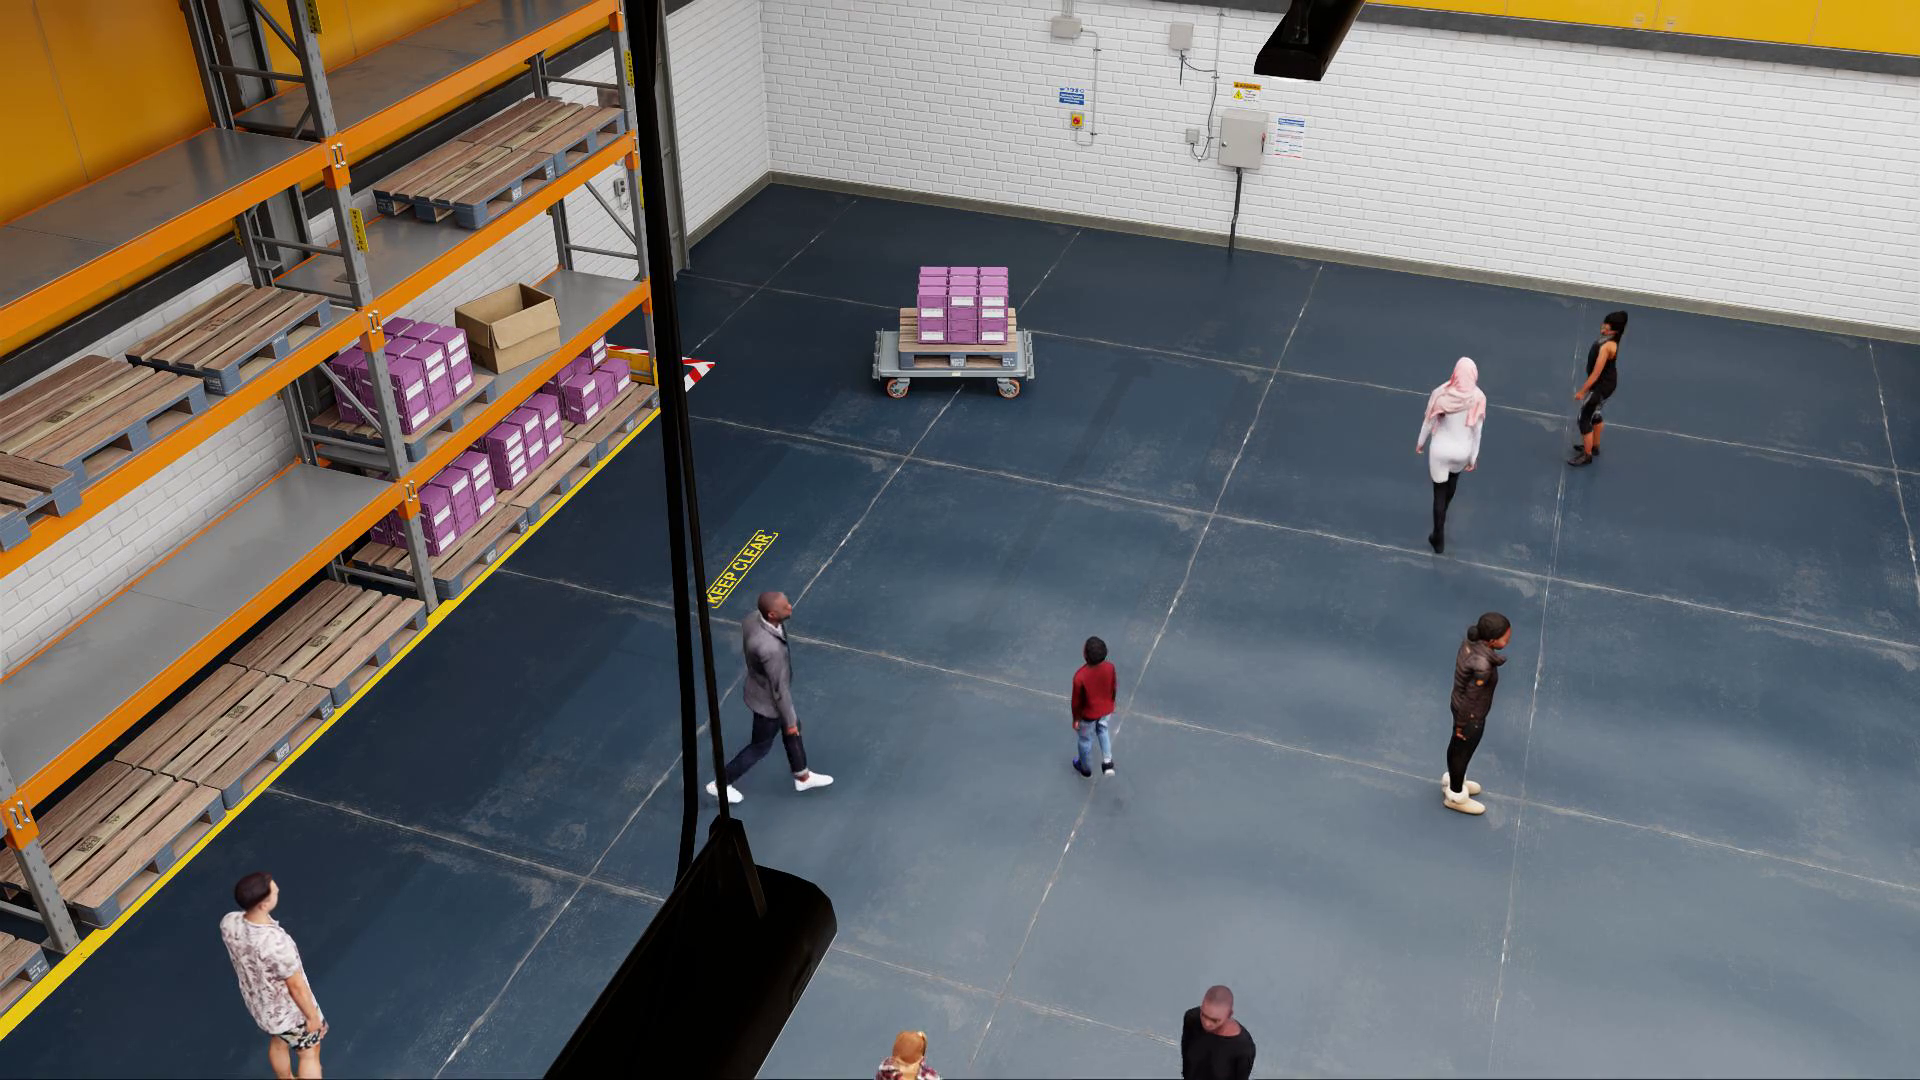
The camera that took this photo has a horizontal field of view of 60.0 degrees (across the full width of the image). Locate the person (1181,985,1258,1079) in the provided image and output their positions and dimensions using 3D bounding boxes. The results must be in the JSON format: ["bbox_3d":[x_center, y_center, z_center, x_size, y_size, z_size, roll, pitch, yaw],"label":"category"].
[{"bbox_3d":[1.406,2.940,8.896,0.813,1.709,1.116,21,39,28],"label":"person"}]

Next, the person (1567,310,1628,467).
[{"bbox_3d":[5.986,-1.434,15.535,0.724,1.645,0.529,27,42,34],"label":"person"}]

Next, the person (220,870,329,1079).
[{"bbox_3d":[-3.842,2.576,9.352,0.705,1.811,0.628,17,37,24],"label":"person"}]

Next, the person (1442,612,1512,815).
[{"bbox_3d":[3.535,1.188,11.576,0.702,1.660,0.633,-12,35,-17],"label":"person"}]

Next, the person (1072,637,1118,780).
[{"bbox_3d":[0.989,1.237,11.876,0.665,1.247,0.724,-15,37,-22],"label":"person"}]

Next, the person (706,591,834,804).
[{"bbox_3d":[-1.424,1.127,11.556,1.143,1.785,1.210,-5,34,-8],"label":"person"}]

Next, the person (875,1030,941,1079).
[{"bbox_3d":[-0.257,3.088,9.054,0.547,1.289,0.692,14,36,20],"label":"person"}]

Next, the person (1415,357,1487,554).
[{"bbox_3d":[4.218,-0.692,14.300,0.795,1.776,1.081,3,34,5],"label":"person"}]
